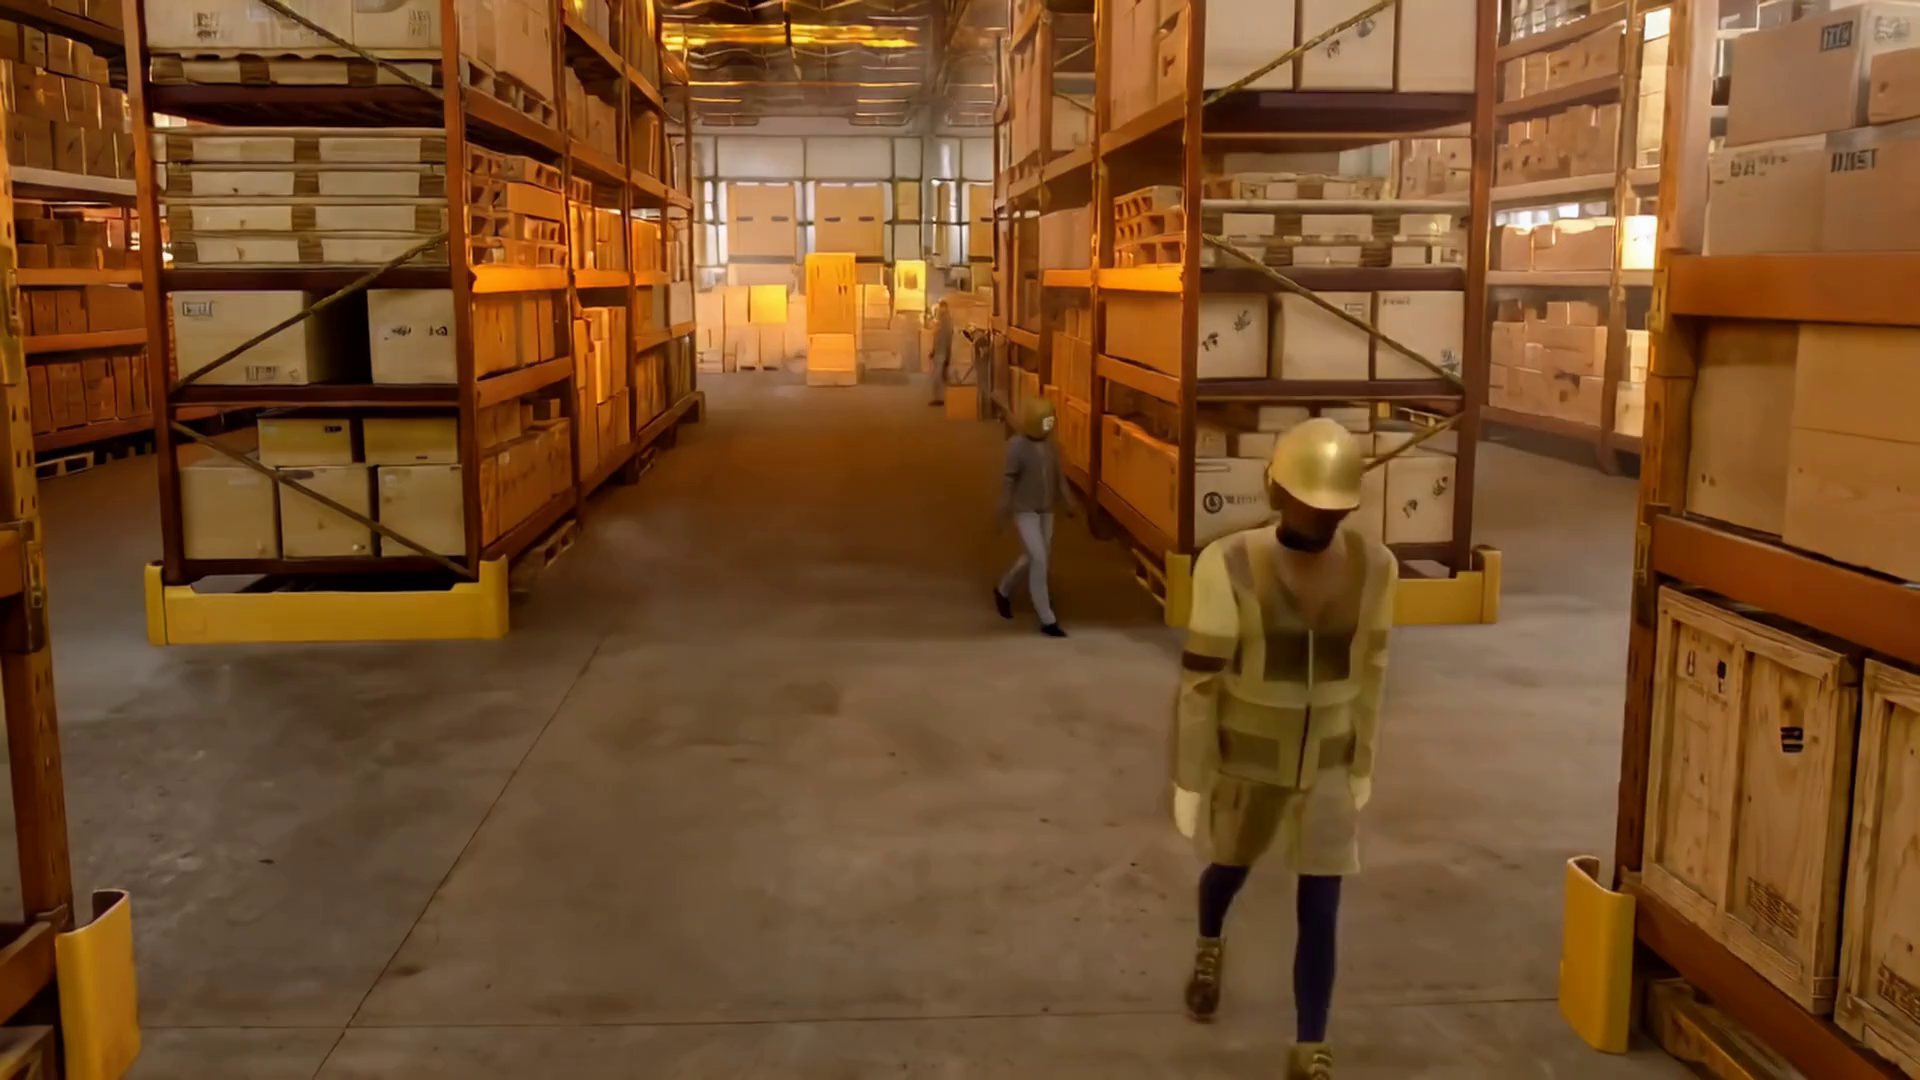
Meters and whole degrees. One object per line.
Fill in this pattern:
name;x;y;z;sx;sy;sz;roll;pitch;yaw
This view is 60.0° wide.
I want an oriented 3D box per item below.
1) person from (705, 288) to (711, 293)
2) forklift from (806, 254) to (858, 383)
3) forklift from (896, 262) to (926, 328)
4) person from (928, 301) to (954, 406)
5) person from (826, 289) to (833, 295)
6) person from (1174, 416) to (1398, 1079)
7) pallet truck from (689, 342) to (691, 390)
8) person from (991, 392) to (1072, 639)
person;-9.704;-8.785;64.117;0.355;1.882;0.576;0;9;1
forklift;-2.826;-4.879;36.463;1.129;2.768;1.873;-1;9;-4
forklift;-1.780;-8.547;59.499;1.129;2.768;1.873;-1;9;-4
person;-0.389;-3.367;30.109;0.668;1.885;0.641;-1;9;-7
person;-4.271;-7.070;53.282;0.904;1.915;0.636;-3;9;-17
person;0.911;0.606;4.864;0.645;1.988;1.047;-1;9;-8
pallet truck;-5.225;-3.008;27.480;1.885;1.965;0.823;2;9;14
person;0.456;-0.189;11.008;0.502;1.605;0.782;-8;12;-41
